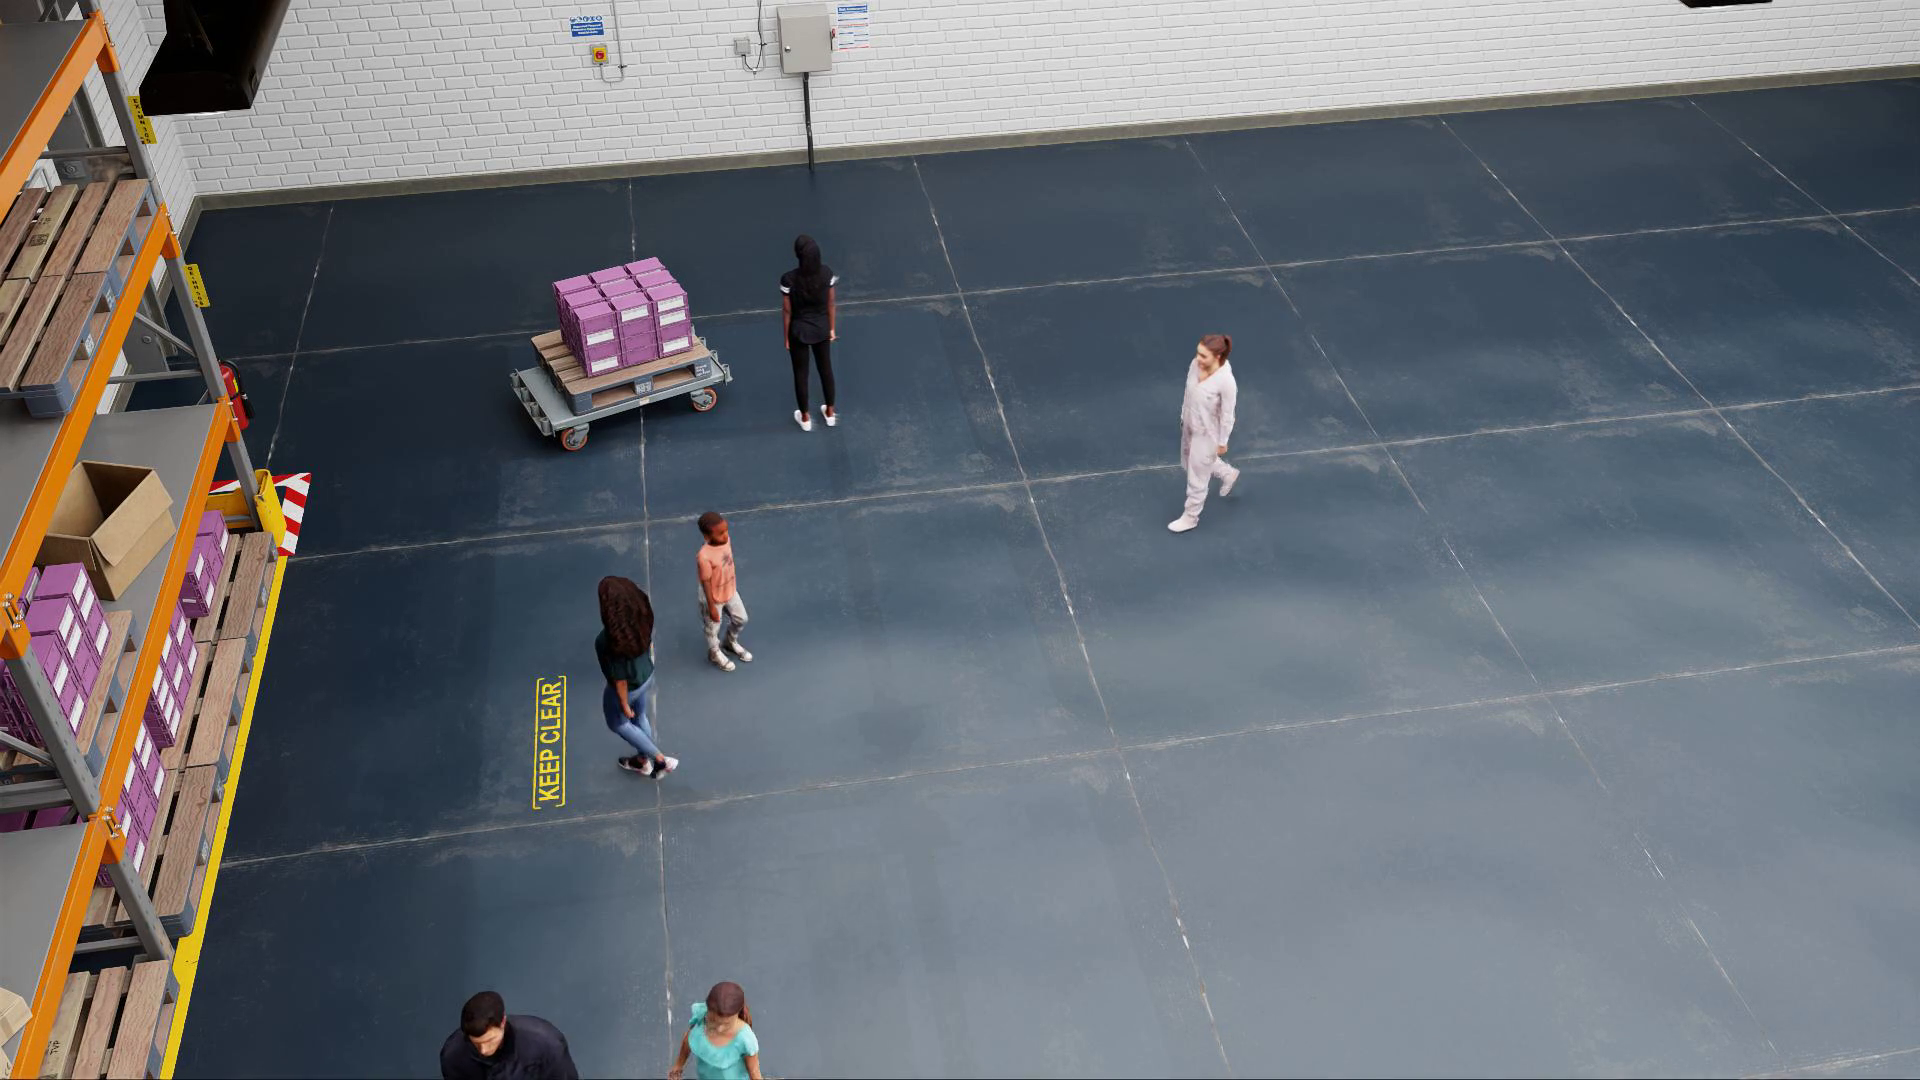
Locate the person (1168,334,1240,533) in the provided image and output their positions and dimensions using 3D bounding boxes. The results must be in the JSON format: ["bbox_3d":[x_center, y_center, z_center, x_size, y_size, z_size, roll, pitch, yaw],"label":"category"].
[{"bbox_3d":[1.888,-0.844,12.404,0.868,1.675,0.950,-19,42,-22],"label":"person"}]

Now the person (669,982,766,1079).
[{"bbox_3d":[-1.089,2.608,8.209,1.071,1.515,1.106,-30,47,-32],"label":"person"}]

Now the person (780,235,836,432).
[{"bbox_3d":[-1.212,-1.672,13.397,0.653,1.729,0.643,-17,42,-20],"label":"person"}]

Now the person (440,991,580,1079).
[{"bbox_3d":[-2.069,2.624,7.885,0.802,1.894,0.975,-9,40,-11],"label":"person"}]

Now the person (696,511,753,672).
[{"bbox_3d":[-1.691,0.326,11.238,0.639,1.301,0.582,26,45,28],"label":"person"}]

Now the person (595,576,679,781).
[{"bbox_3d":[-1.981,0.892,10.287,0.832,1.604,0.788,15,41,18],"label":"person"}]
